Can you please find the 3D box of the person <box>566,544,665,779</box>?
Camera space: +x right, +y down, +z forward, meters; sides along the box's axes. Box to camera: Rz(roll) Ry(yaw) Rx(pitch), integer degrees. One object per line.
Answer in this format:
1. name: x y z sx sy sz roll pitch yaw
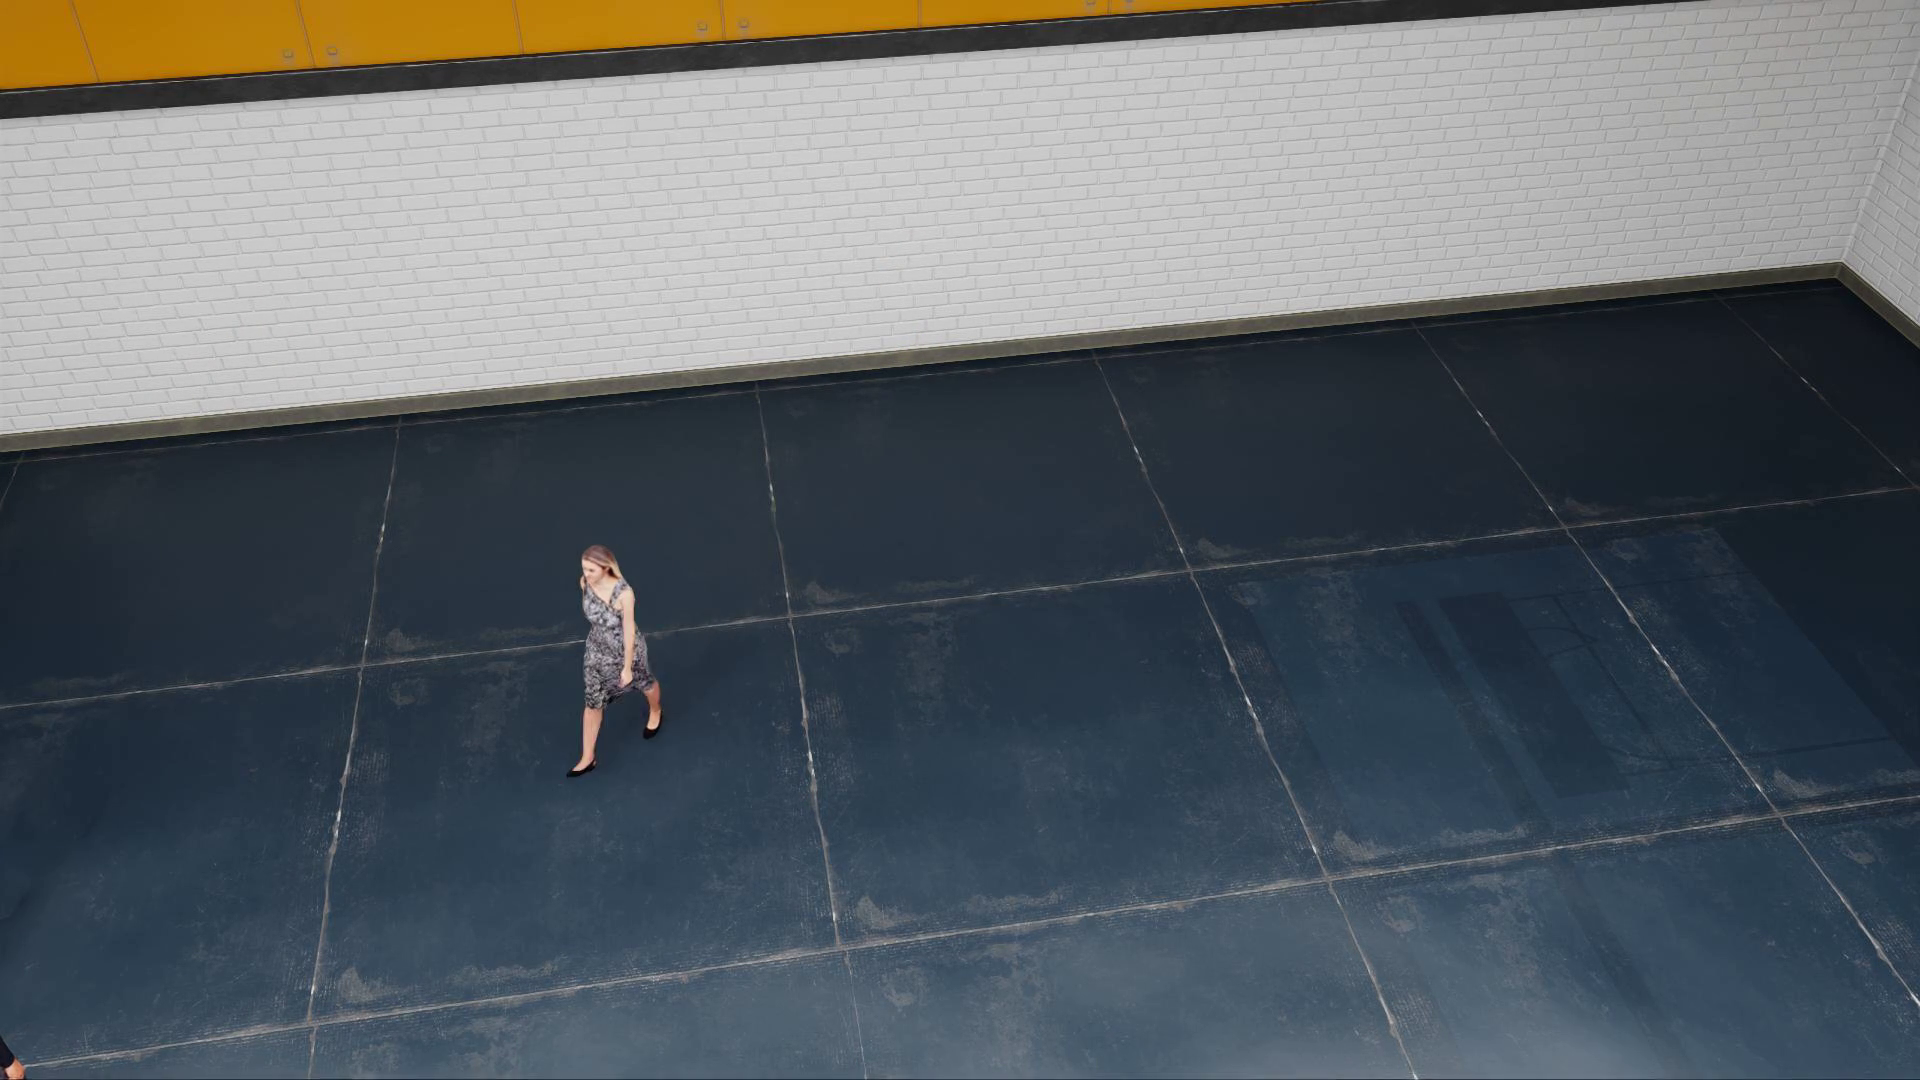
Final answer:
1. person: -2.103 0.660 10.577 0.970 1.663 1.140 16 41 19
